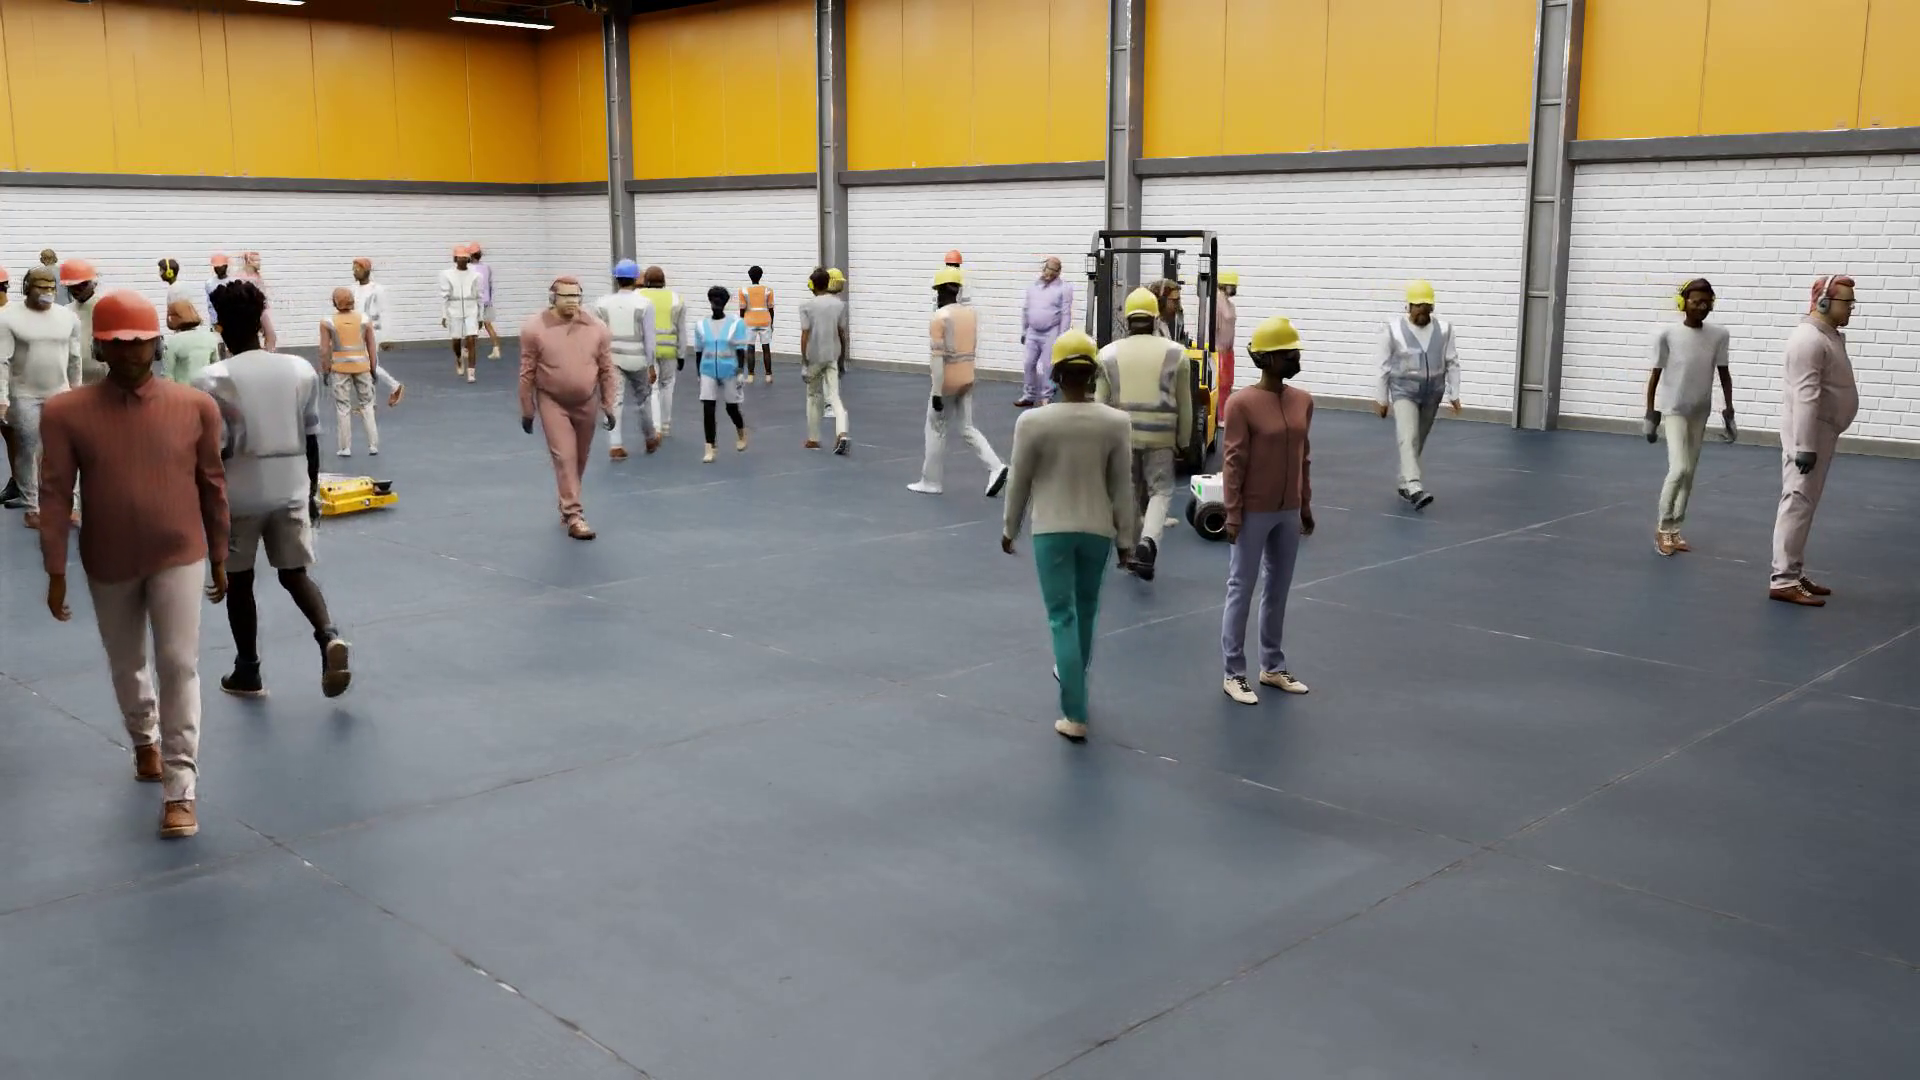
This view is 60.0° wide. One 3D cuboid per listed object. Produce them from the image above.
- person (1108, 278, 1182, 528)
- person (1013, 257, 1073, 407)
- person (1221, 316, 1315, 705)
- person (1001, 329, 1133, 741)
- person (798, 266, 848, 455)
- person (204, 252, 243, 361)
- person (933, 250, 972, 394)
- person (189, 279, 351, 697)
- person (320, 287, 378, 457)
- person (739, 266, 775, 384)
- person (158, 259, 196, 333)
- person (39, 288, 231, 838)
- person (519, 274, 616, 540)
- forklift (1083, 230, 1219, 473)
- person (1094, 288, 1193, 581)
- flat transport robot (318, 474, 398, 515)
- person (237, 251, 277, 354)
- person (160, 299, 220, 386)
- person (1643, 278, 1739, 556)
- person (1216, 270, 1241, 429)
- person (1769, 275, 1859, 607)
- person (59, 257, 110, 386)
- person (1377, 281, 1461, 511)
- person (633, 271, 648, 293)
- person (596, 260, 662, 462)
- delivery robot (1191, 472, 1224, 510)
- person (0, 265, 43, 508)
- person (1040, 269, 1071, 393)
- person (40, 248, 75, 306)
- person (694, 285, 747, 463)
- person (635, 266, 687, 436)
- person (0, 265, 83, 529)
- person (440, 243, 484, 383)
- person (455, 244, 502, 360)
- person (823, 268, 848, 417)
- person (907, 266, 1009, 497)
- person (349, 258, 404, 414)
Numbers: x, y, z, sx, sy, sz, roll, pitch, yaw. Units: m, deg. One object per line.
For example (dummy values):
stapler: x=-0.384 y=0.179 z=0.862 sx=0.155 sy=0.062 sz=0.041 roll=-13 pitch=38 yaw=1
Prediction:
person: x=1.340 y=-0.997 z=12.172 sx=0.528 sy=1.829 sz=0.528 roll=4 pitch=11 yaw=23
person: x=1.033 y=-2.528 z=20.411 sx=0.720 sy=1.872 sz=0.406 roll=6 pitch=12 yaw=30
person: x=1.421 y=-0.139 z=7.641 sx=0.532 sy=1.772 sz=0.300 roll=-7 pitch=12 yaw=-33
person: x=0.447 y=-0.048 z=7.268 sx=0.528 sy=1.730 sz=0.870 roll=-3 pitch=11 yaw=-16
person: x=-1.323 y=-1.764 z=16.333 sx=0.528 sy=1.840 sz=0.920 roll=-4 pitch=11 yaw=-23
person: x=-10.228 y=-3.080 z=23.327 sx=0.558 sy=1.914 sz=0.789 roll=0 pitch=10 yaw=-1
person: x=-0.089 y=-2.844 z=21.933 sx=0.542 sy=1.938 sz=0.357 roll=3 pitch=11 yaw=18
person: x=-3.130 y=-0.204 z=7.528 sx=0.770 sy=1.943 sz=0.619 roll=9 pitch=14 yaw=41
person: x=-5.880 y=-1.614 z=16.043 sx=0.519 sy=1.639 sz=0.311 roll=-6 pitch=12 yaw=-30
person: x=-2.926 y=-3.097 z=23.971 sx=0.533 sy=1.697 sz=0.319 roll=-3 pitch=11 yaw=-14
person: x=-9.645 y=-2.568 z=20.685 sx=0.476 sy=1.847 sz=0.555 roll=-1 pitch=10 yaw=-7
person: x=-3.043 y=0.043 z=6.172 sx=0.628 sy=1.954 sz=1.020 roll=-5 pitch=11 yaw=-24
person: x=-2.827 y=-0.974 z=11.960 sx=0.673 sy=1.866 sz=0.960 roll=-6 pitch=12 yaw=-28
forklift: x=1.804 y=-1.825 z=15.677 sx=1.214 sy=2.155 sz=2.313 roll=2 pitch=11 yaw=13
person: x=1.115 y=-0.634 z=10.214 sx=0.603 sy=1.817 sz=0.677 roll=2 pitch=11 yaw=13
flat transport robot: x=-5.202 y=-0.388 z=13.088 sx=1.431 sy=0.197 sz=0.652 roll=5 pitch=12 yaw=25
person: x=-10.605 y=-3.428 z=25.248 sx=0.757 sy=1.882 sz=0.681 roll=1 pitch=10 yaw=3
person: x=-6.269 y=-1.153 z=13.571 sx=0.347 sy=1.616 sz=0.522 roll=6 pitch=12 yaw=30
person: x=4.902 y=-0.810 z=11.110 sx=0.539 sy=1.849 sz=0.617 roll=-1 pitch=10 yaw=-6
person: x=2.841 y=-2.091 z=18.313 sx=0.486 sy=1.751 sz=0.541 roll=7 pitch=13 yaw=35
person: x=4.990 y=-0.582 z=9.690 sx=0.402 sy=1.904 sz=0.652 roll=7 pitch=12 yaw=32
person: x=-6.783 y=-1.251 z=13.194 sx=0.639 sy=1.961 sz=0.654 roll=2 pitch=11 yaw=9
person: x=3.613 y=-1.127 z=13.012 sx=0.590 sy=1.771 sz=0.957 roll=-1 pitch=10 yaw=-7
person: x=-4.606 y=-3.097 z=24.158 sx=0.525 sy=1.618 sz=0.376 roll=-5 pitch=12 yaw=-27
person: x=-3.161 y=-1.723 z=15.930 sx=0.634 sy=1.891 sz=0.983 roll=2 pitch=11 yaw=9
delivery robot: x=2.009 y=-0.343 z=11.812 sx=0.707 sy=0.478 sz=0.477 roll=0 pitch=10 yaw=0
person: x=-7.499 y=-1.212 z=13.058 sx=0.542 sy=1.929 sz=0.374 roll=8 pitch=13 yaw=38
person: x=1.222 y=-2.918 z=22.715 sx=0.581 sy=1.805 sz=0.928 roll=-4 pitch=11 yaw=-22
person: x=-13.603 y=-3.403 z=24.998 sx=0.372 sy=1.934 sz=0.627 roll=8 pitch=13 yaw=38
person: x=-2.253 y=-1.587 z=15.791 sx=0.535 sy=1.674 sz=0.634 roll=1 pitch=10 yaw=7
person: x=-3.211 y=-1.950 z=17.427 sx=0.642 sy=1.802 sz=0.927 roll=-4 pitch=11 yaw=-20
person: x=-6.646 y=-1.017 z=12.032 sx=0.704 sy=1.904 sz=0.674 roll=10 pitch=14 yaw=43
person: x=-7.255 y=-3.317 z=24.295 sx=0.621 sy=2.023 sz=0.808 roll=-3 pitch=11 yaw=-15
person: x=-8.319 y=-4.100 z=28.664 sx=1.026 sy=1.988 sz=0.625 roll=8 pitch=13 yaw=38
person: x=-1.478 y=-2.320 z=19.607 sx=0.290 sy=1.745 sz=0.487 roll=0 pitch=10 yaw=1
person: x=-0.004 y=-1.293 z=13.628 sx=0.857 sy=1.891 sz=0.594 roll=8 pitch=13 yaw=38
person: x=-7.090 y=-2.457 z=20.020 sx=0.581 sy=1.867 sz=0.566 roll=7 pitch=12 yaw=33
